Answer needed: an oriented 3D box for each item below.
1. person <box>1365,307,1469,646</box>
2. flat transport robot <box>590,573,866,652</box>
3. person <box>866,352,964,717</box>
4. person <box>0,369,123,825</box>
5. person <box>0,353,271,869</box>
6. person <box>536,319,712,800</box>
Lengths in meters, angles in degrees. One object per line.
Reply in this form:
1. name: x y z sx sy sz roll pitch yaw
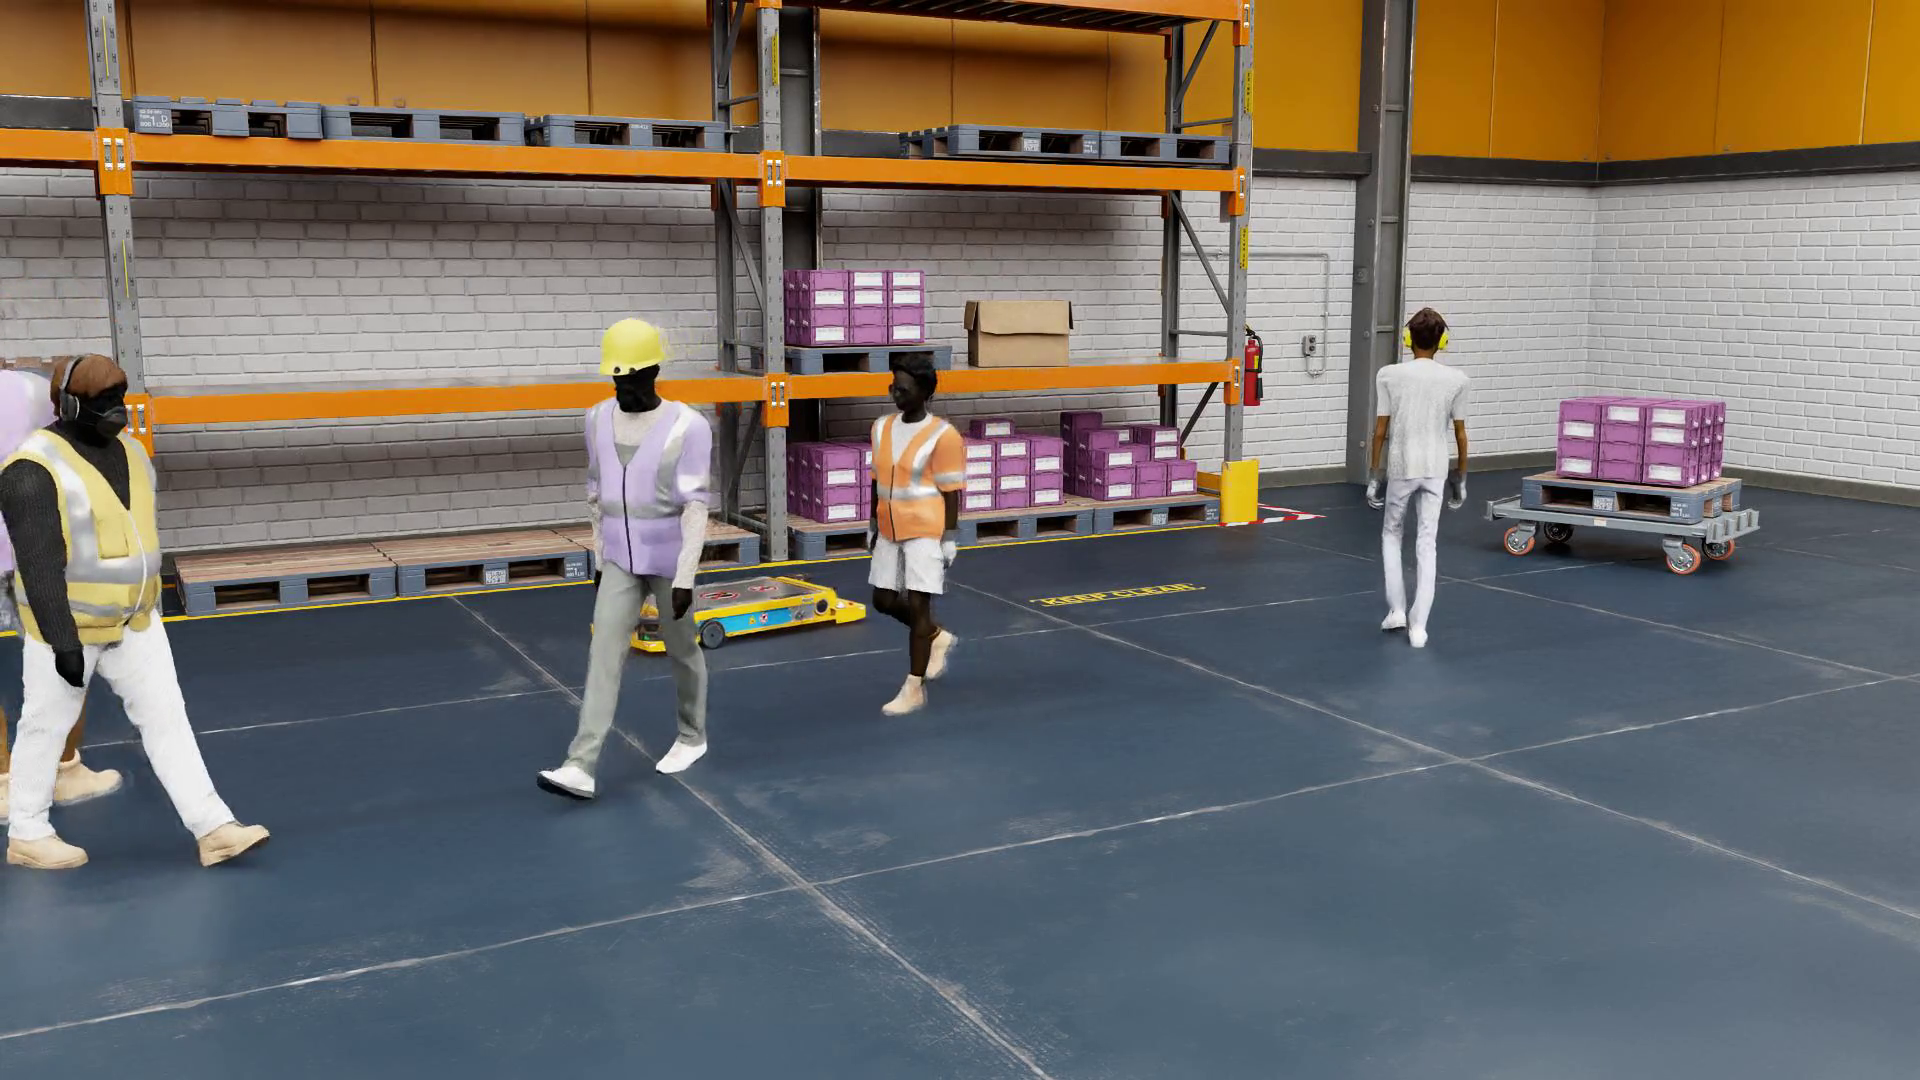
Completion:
1. person: 2.531 -0.355 9.223 0.553 1.848 0.598 2 9 11
2. flat transport robot: -1.301 0.396 9.446 1.431 0.197 0.652 -8 12 -40
3. person: -0.187 -0.042 7.792 0.545 1.685 0.544 8 12 40
4. person: -3.574 0.065 6.257 0.361 1.999 0.748 7 12 37
5. person: -2.895 0.270 5.620 0.949 1.784 0.646 2 10 14
6. person: -1.263 0.082 6.494 0.606 1.863 1.007 4 10 22
